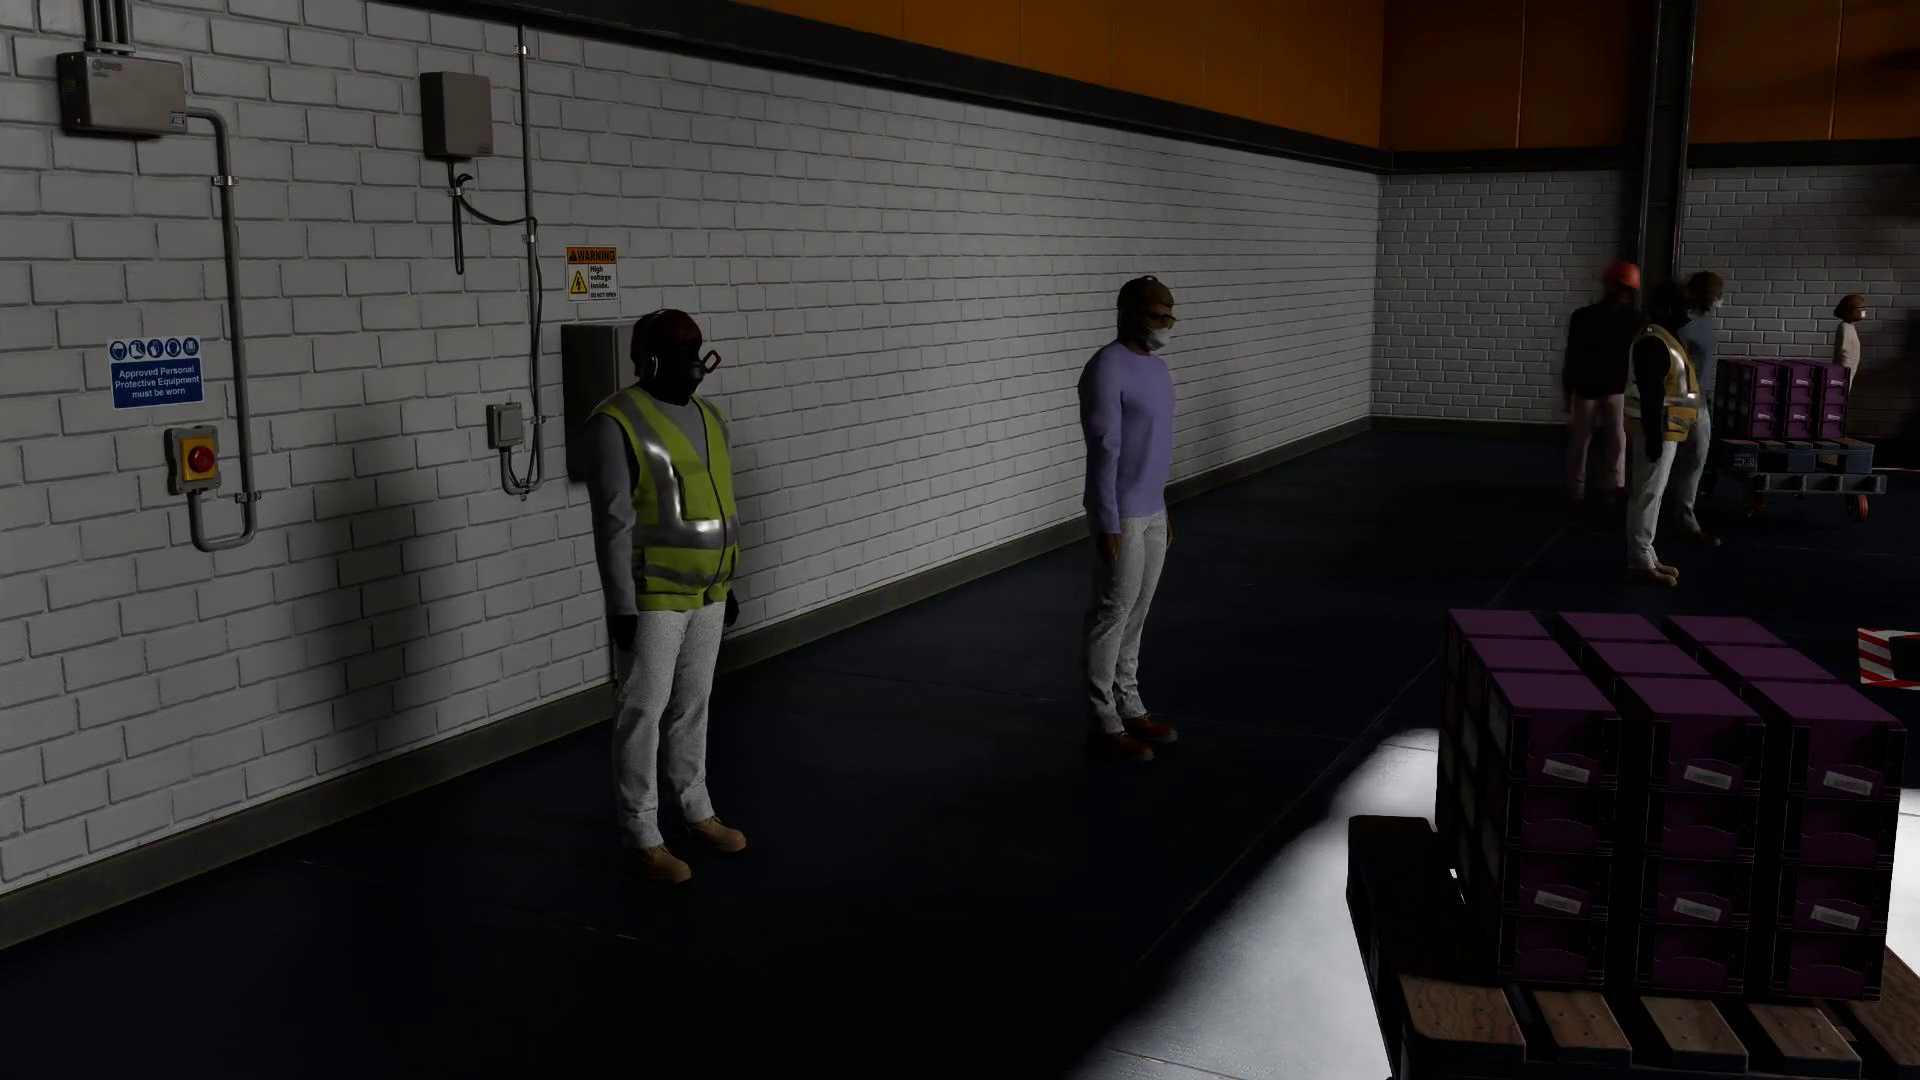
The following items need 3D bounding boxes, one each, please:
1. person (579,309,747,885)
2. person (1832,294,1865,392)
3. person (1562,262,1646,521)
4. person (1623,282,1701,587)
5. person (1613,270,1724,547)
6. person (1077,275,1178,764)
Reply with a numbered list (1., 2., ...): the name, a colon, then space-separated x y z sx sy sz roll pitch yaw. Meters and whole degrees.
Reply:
1. person: -0.935 0.173 5.451 0.429 1.845 0.621 5 11 27
2. person: 8.346 -1.493 15.694 0.279 1.634 0.499 5 11 27
3. person: 4.884 -1.114 12.592 0.650 1.933 0.977 0 10 2
4. person: 4.298 -0.649 10.209 0.429 1.845 0.621 5 11 27
5. person: 4.993 -0.925 11.610 0.701 1.915 0.634 8 13 38
6. person: 0.691 -0.090 6.710 0.371 1.934 0.627 5 11 27
